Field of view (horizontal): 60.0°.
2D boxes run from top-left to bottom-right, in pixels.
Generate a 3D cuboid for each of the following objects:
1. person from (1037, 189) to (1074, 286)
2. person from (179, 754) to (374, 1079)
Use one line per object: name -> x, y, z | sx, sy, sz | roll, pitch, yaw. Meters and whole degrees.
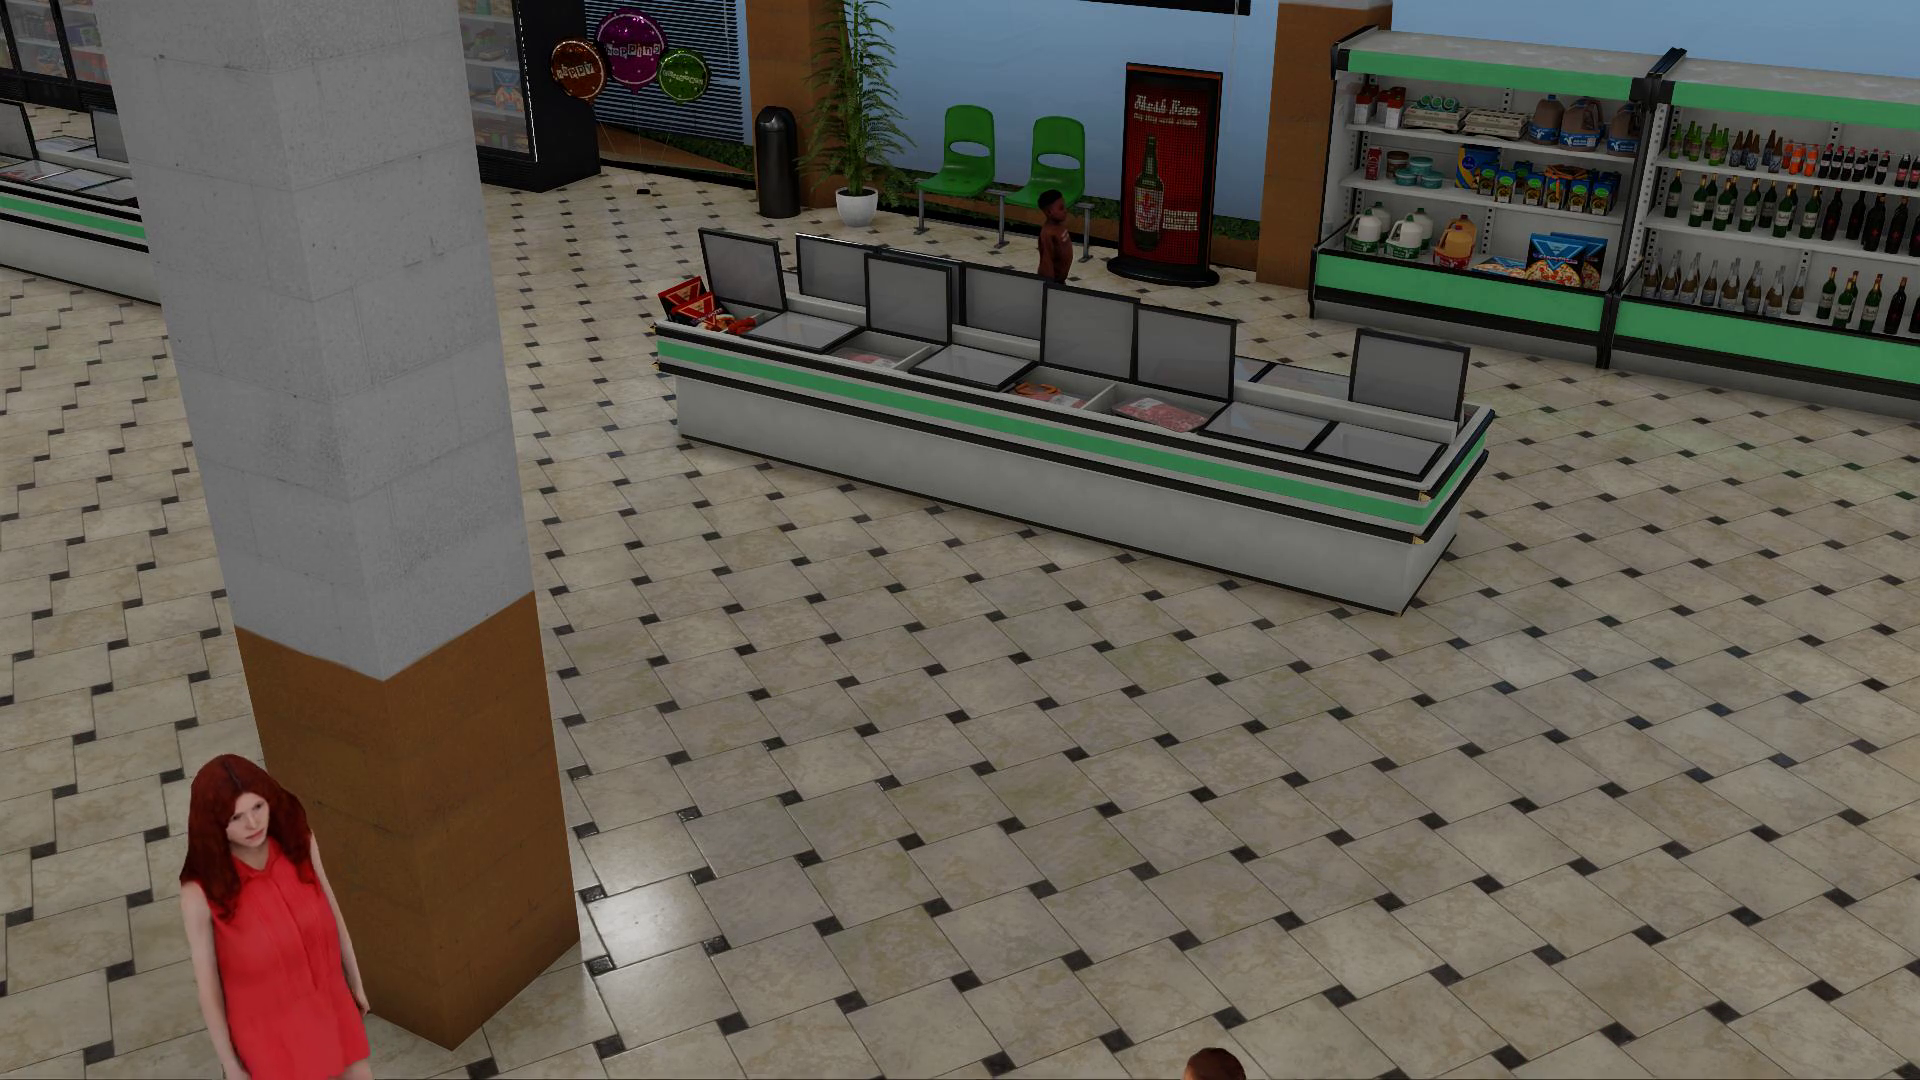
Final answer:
person -> 0.656, -1.889, 11.898 | 0.539, 1.255, 0.560 | 8, 28, 16
person -> -2.006, 1.364, 4.867 | 0.886, 1.813, 0.653 | 18, 32, 32
